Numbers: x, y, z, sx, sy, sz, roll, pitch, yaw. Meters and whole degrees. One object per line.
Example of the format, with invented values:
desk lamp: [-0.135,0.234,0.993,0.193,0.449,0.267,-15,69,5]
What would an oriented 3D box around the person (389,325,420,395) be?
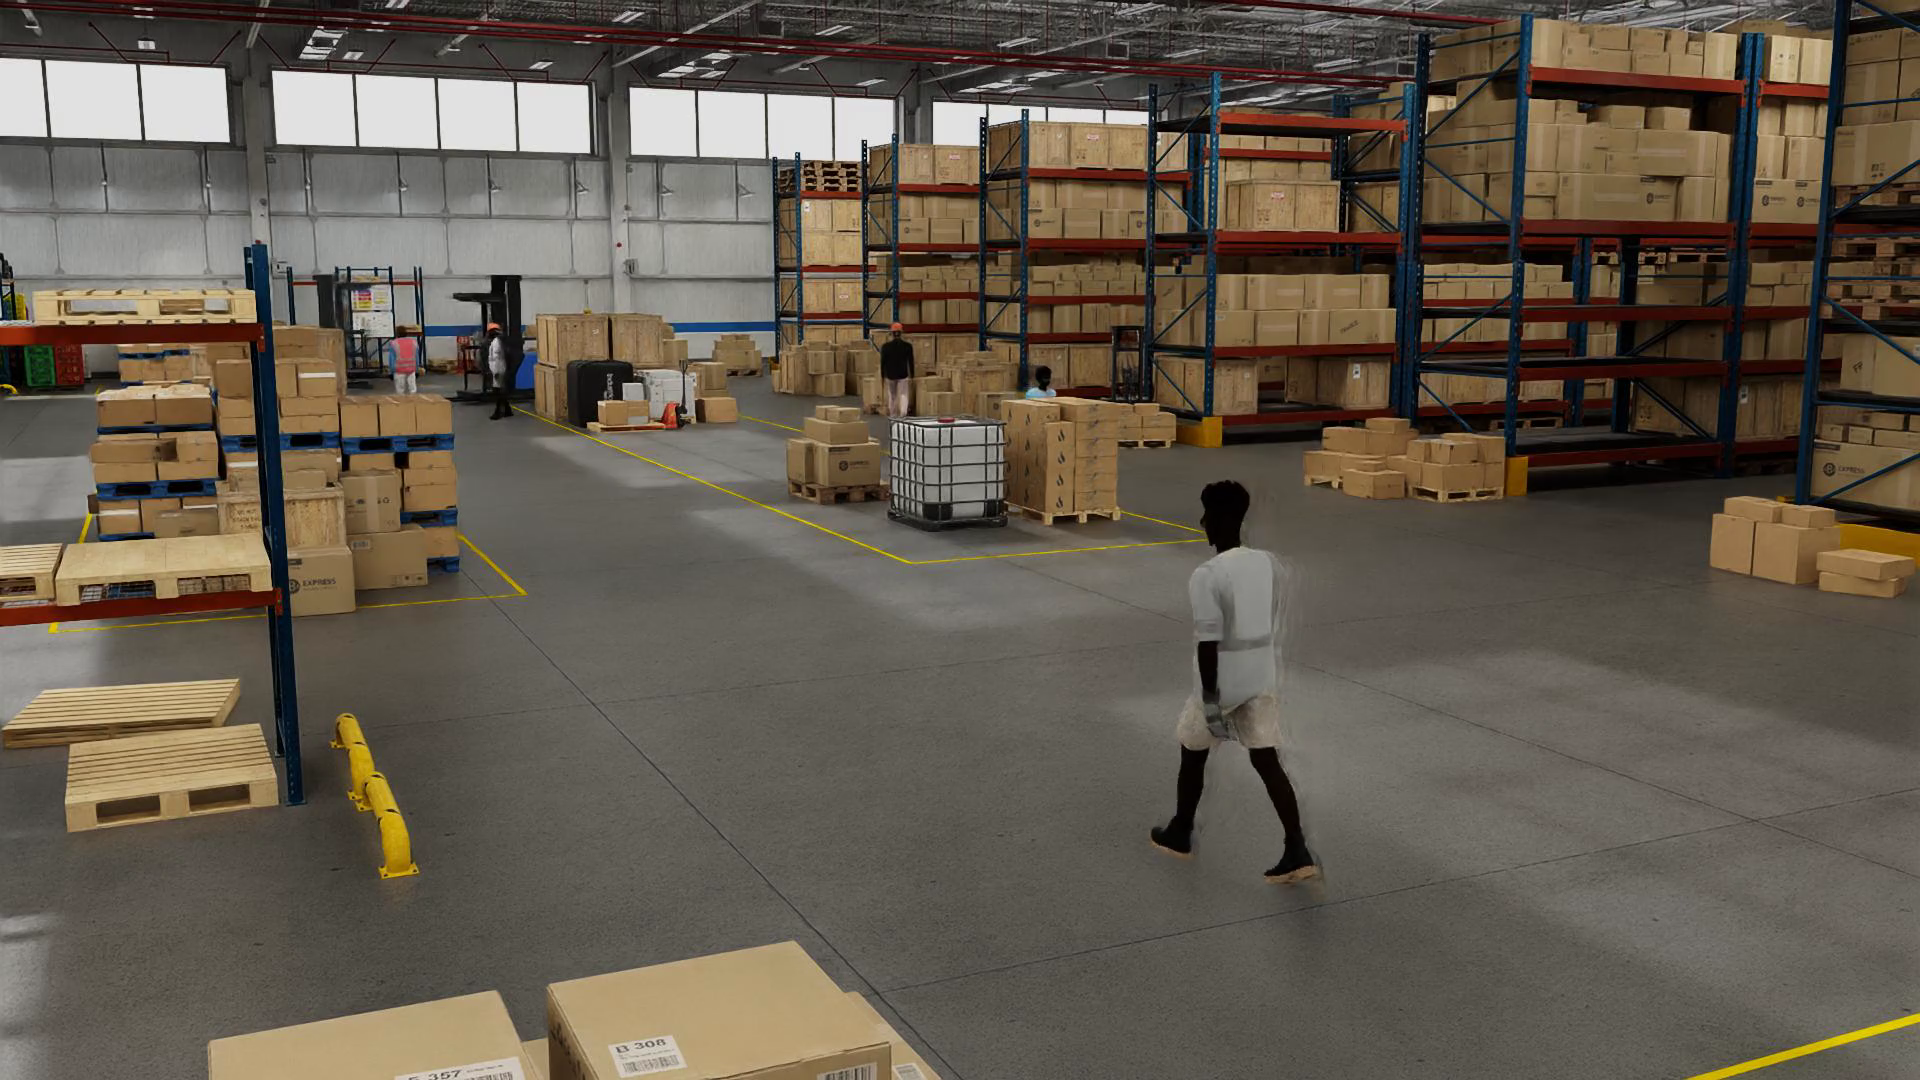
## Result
person: [-11.067,-3.351,33.096,0.633,1.841,0.429,-9,13,-43]

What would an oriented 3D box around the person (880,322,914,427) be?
person: [-1.166,-3.060,30.872,0.633,1.978,0.631,-1,9,-5]

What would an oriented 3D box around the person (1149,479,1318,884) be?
person: [1.331,0.669,7.931,0.603,1.925,1.003,-6,11,-33]

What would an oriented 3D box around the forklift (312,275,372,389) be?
forklift: [-15.427,-5.064,40.507,1.873,2.768,1.129,-4,10,-23]

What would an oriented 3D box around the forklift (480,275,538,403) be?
forklift: [-10.035,-4.501,37.010,1.873,2.768,1.129,-7,12,-39]

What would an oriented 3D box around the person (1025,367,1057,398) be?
person: [1.115,-1.414,21.630,0.542,1.662,0.827,-6,11,-32]

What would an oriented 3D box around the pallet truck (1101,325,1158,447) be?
pallet truck: [2.881,-2.596,27.923,0.823,1.965,1.885,-1,9,-7]

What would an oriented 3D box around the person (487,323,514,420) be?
person: [-9.078,-3.316,32.763,0.419,1.885,0.696,-2,9,-14]
